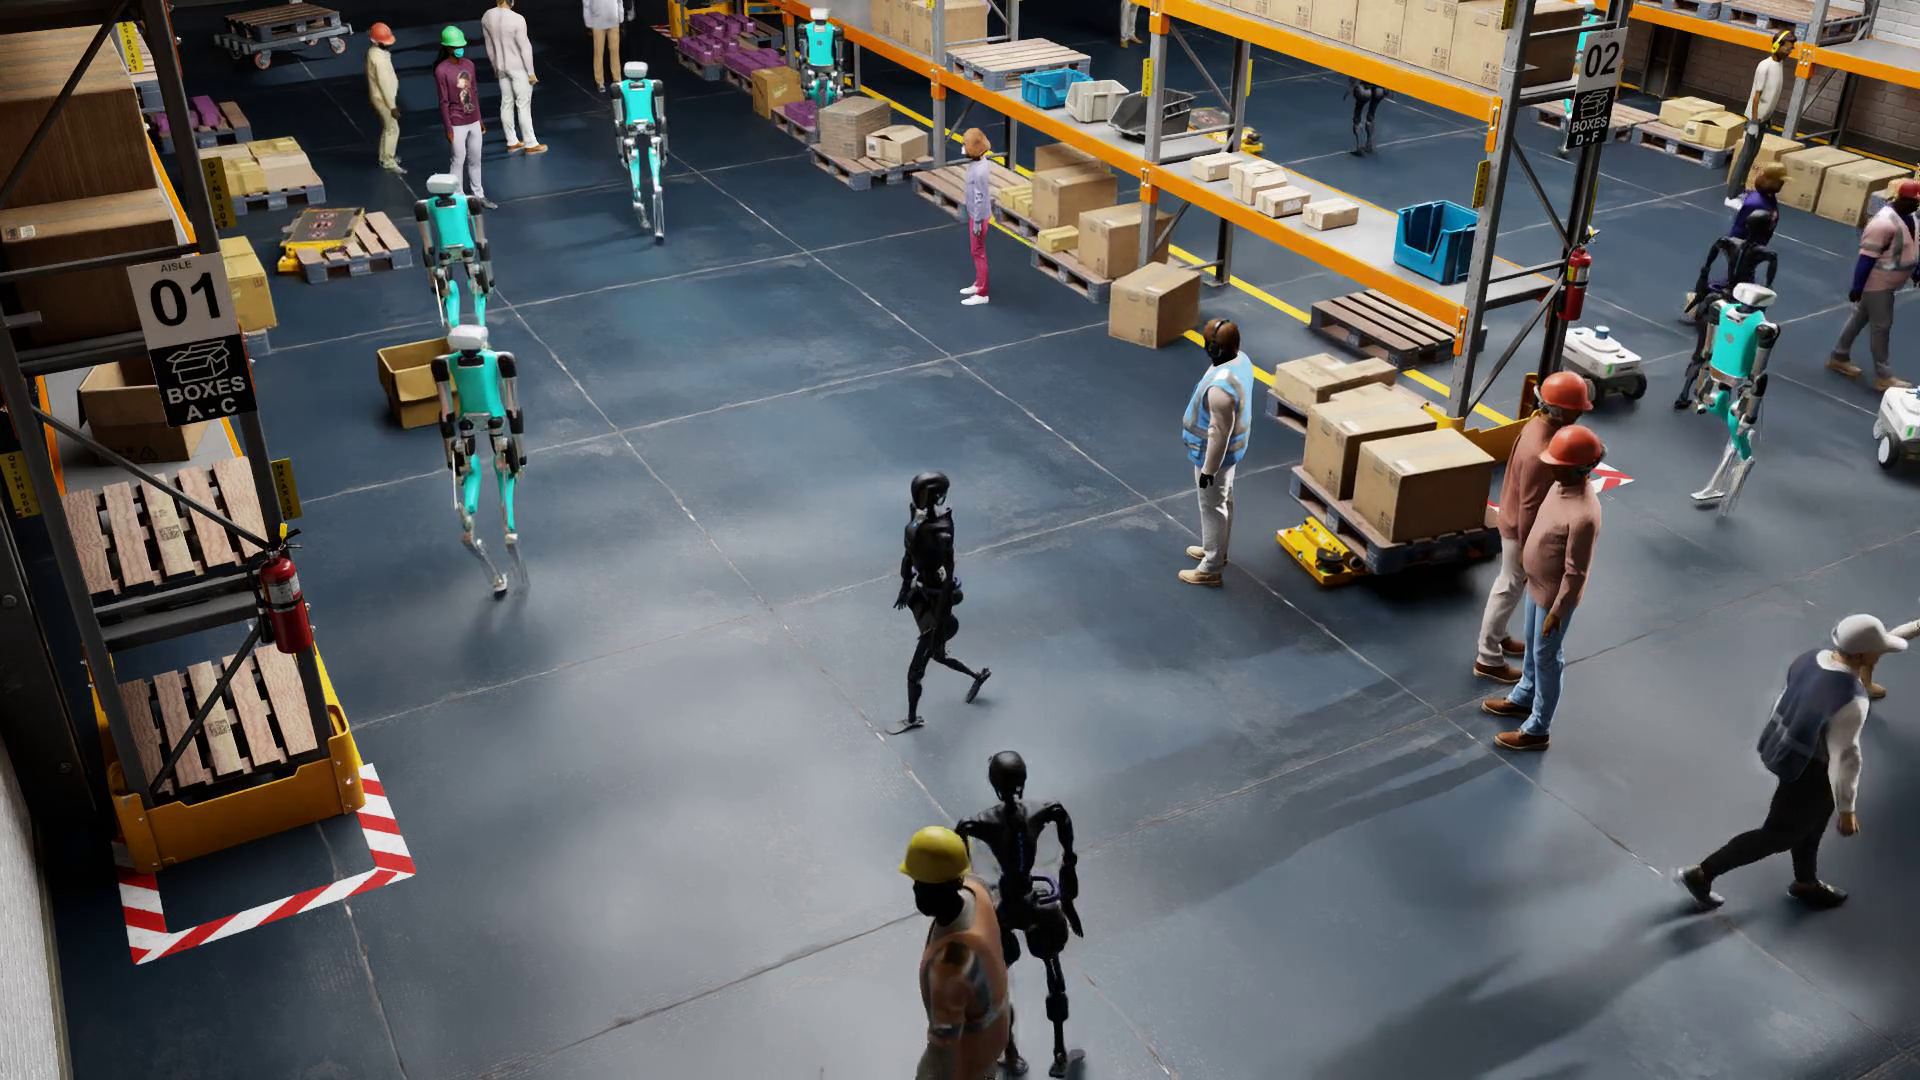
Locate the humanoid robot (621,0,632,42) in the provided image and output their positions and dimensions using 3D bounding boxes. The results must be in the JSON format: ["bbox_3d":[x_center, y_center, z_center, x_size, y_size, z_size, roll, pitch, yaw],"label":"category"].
[{"bbox_3d":[-5.036,-7.949,23.834,0.599,1.659,0.371,0,30,0],"label":"humanoid robot"}]

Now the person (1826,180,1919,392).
[{"bbox_3d":[7.631,-2.071,13.550,0.604,1.722,0.787,-25,38,-36],"label":"person"}]

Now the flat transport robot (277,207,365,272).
[{"bbox_3d":[-6.382,-3.033,16.689,0.659,0.231,1.431,-5,30,-8],"label":"flat transport robot"}]

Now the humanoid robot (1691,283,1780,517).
[{"bbox_3d":[5.496,-0.958,11.664,0.732,1.847,0.544,-14,33,-23],"label":"humanoid robot"}]

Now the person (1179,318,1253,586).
[{"bbox_3d":[1.654,-0.573,10.831,0.429,1.839,0.632,9,31,16],"label":"person"}]

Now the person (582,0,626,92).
[{"bbox_3d":[-4.616,-6.749,21.668,0.571,1.748,0.341,-20,35,-31],"label":"person"}]

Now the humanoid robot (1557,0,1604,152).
[{"bbox_3d":[7.067,-5.225,19.055,0.536,1.787,0.844,0,30,-1],"label":"humanoid robot"}]

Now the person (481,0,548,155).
[{"bbox_3d":[-5.153,-5.420,19.175,0.626,1.936,0.372,15,33,24],"label":"person"}]

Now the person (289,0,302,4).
[{"bbox_3d":[-9.847,-8.423,24.510,0.429,1.831,0.633,-11,32,-18],"label":"person"}]

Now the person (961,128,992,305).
[{"bbox_3d":[0.147,-2.953,15.190,0.284,1.628,0.500,-2,30,-4],"label":"person"}]

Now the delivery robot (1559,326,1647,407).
[{"bbox_3d":[5.234,-1.447,13.654,0.499,0.608,0.806,-10,31,-17],"label":"delivery robot"}]

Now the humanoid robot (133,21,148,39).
[{"bbox_3d":[-10.798,-6.806,21.881,0.750,1.623,0.584,23,37,34],"label":"humanoid robot"}]

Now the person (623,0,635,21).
[{"bbox_3d":[-5.252,-8.540,24.717,0.558,1.821,0.703,17,34,28],"label":"person"}]

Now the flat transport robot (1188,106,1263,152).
[{"bbox_3d":[3.023,-4.924,19.981,0.659,0.231,1.431,-9,31,-16],"label":"flat transport robot"}]

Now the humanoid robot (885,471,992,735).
[{"bbox_3d":[-0.114,0.334,9.458,0.741,1.635,0.601,-14,33,-22],"label":"humanoid robot"}]

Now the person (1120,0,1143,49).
[{"bbox_3d":[2.476,-7.992,23.738,0.578,1.865,0.630,-11,32,-18],"label":"person"}]

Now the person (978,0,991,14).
[{"bbox_3d":[0.203,-6.729,21.479,0.410,1.910,0.638,-10,31,-16],"label":"person"}]

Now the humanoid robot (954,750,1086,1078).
[{"bbox_3d":[0.274,1.648,7.135,0.589,1.646,0.436,-7,31,-12],"label":"humanoid robot"}]

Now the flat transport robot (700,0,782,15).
[{"bbox_3d":[-3.308,-8.310,25.875,1.431,0.231,0.659,-3,30,-6],"label":"flat transport robot"}]

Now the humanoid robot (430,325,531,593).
[{"bbox_3d":[-3.076,-0.414,10.717,0.546,1.827,0.800,-3,30,-5],"label":"humanoid robot"}]

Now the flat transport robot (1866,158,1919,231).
[{"bbox_3d":[10.070,-3.132,16.862,0.659,0.231,1.431,-16,33,-25],"label":"flat transport robot"}]

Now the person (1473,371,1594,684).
[{"bbox_3d":[3.384,-0.082,9.836,0.409,1.983,0.611,12,32,19],"label":"person"}]

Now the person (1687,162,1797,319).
[{"bbox_3d":[6.800,-2.553,14.517,0.651,1.592,0.459,23,37,35],"label":"person"}]

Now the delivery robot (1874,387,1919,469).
[{"bbox_3d":[7.249,-0.846,12.614,0.499,0.614,0.798,6,30,10],"label":"delivery robot"}]

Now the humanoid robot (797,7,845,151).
[{"bbox_3d":[-1.558,-5.283,19.133,0.600,1.774,0.863,3,30,5],"label":"humanoid robot"}]

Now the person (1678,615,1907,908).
[{"bbox_3d":[4.058,1.094,8.041,0.820,1.724,0.759,4,30,6],"label":"person"}]

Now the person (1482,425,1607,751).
[{"bbox_3d":[3.270,0.261,9.228,0.380,1.991,0.608,2,30,4],"label":"person"}]

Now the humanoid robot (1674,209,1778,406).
[{"bbox_3d":[6.105,-1.857,13.263,0.618,1.640,0.620,25,38,36],"label":"humanoid robot"}]

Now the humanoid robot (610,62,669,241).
[{"bbox_3d":[-3.148,-3.813,16.641,0.530,1.786,1.031,-7,31,-12],"label":"humanoid robot"}]

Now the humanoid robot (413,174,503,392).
[{"bbox_3d":[-4.042,-1.958,13.439,0.562,1.868,0.769,-5,30,-9],"label":"humanoid robot"}]

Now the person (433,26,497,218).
[{"bbox_3d":[-5.181,-4.366,17.324,0.426,1.949,0.497,19,35,29],"label":"person"}]

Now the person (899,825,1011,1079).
[{"bbox_3d":[-0.088,1.937,6.432,0.843,1.869,0.671,3,30,4],"label":"person"}]

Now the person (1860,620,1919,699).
[{"bbox_3d":[5.721,0.188,9.515,0.928,1.843,0.478,6,30,10],"label":"person"}]

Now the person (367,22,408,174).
[{"bbox_3d":[-6.386,-4.930,18.546,0.390,1.704,0.656,-11,32,-18],"label":"person"}]

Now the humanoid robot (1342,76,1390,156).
[{"bbox_3d":[4.704,-5.258,19.157,0.601,1.657,0.343,-12,32,-20],"label":"humanoid robot"}]

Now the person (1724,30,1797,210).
[{"bbox_3d":[8.437,-4.420,17.506,0.329,1.865,0.515,24,38,36],"label":"person"}]

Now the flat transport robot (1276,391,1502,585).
[{"bbox_3d":[2.977,-0.032,11.465,1.431,0.231,0.659,-10,31,-16],"label":"flat transport robot"}]
